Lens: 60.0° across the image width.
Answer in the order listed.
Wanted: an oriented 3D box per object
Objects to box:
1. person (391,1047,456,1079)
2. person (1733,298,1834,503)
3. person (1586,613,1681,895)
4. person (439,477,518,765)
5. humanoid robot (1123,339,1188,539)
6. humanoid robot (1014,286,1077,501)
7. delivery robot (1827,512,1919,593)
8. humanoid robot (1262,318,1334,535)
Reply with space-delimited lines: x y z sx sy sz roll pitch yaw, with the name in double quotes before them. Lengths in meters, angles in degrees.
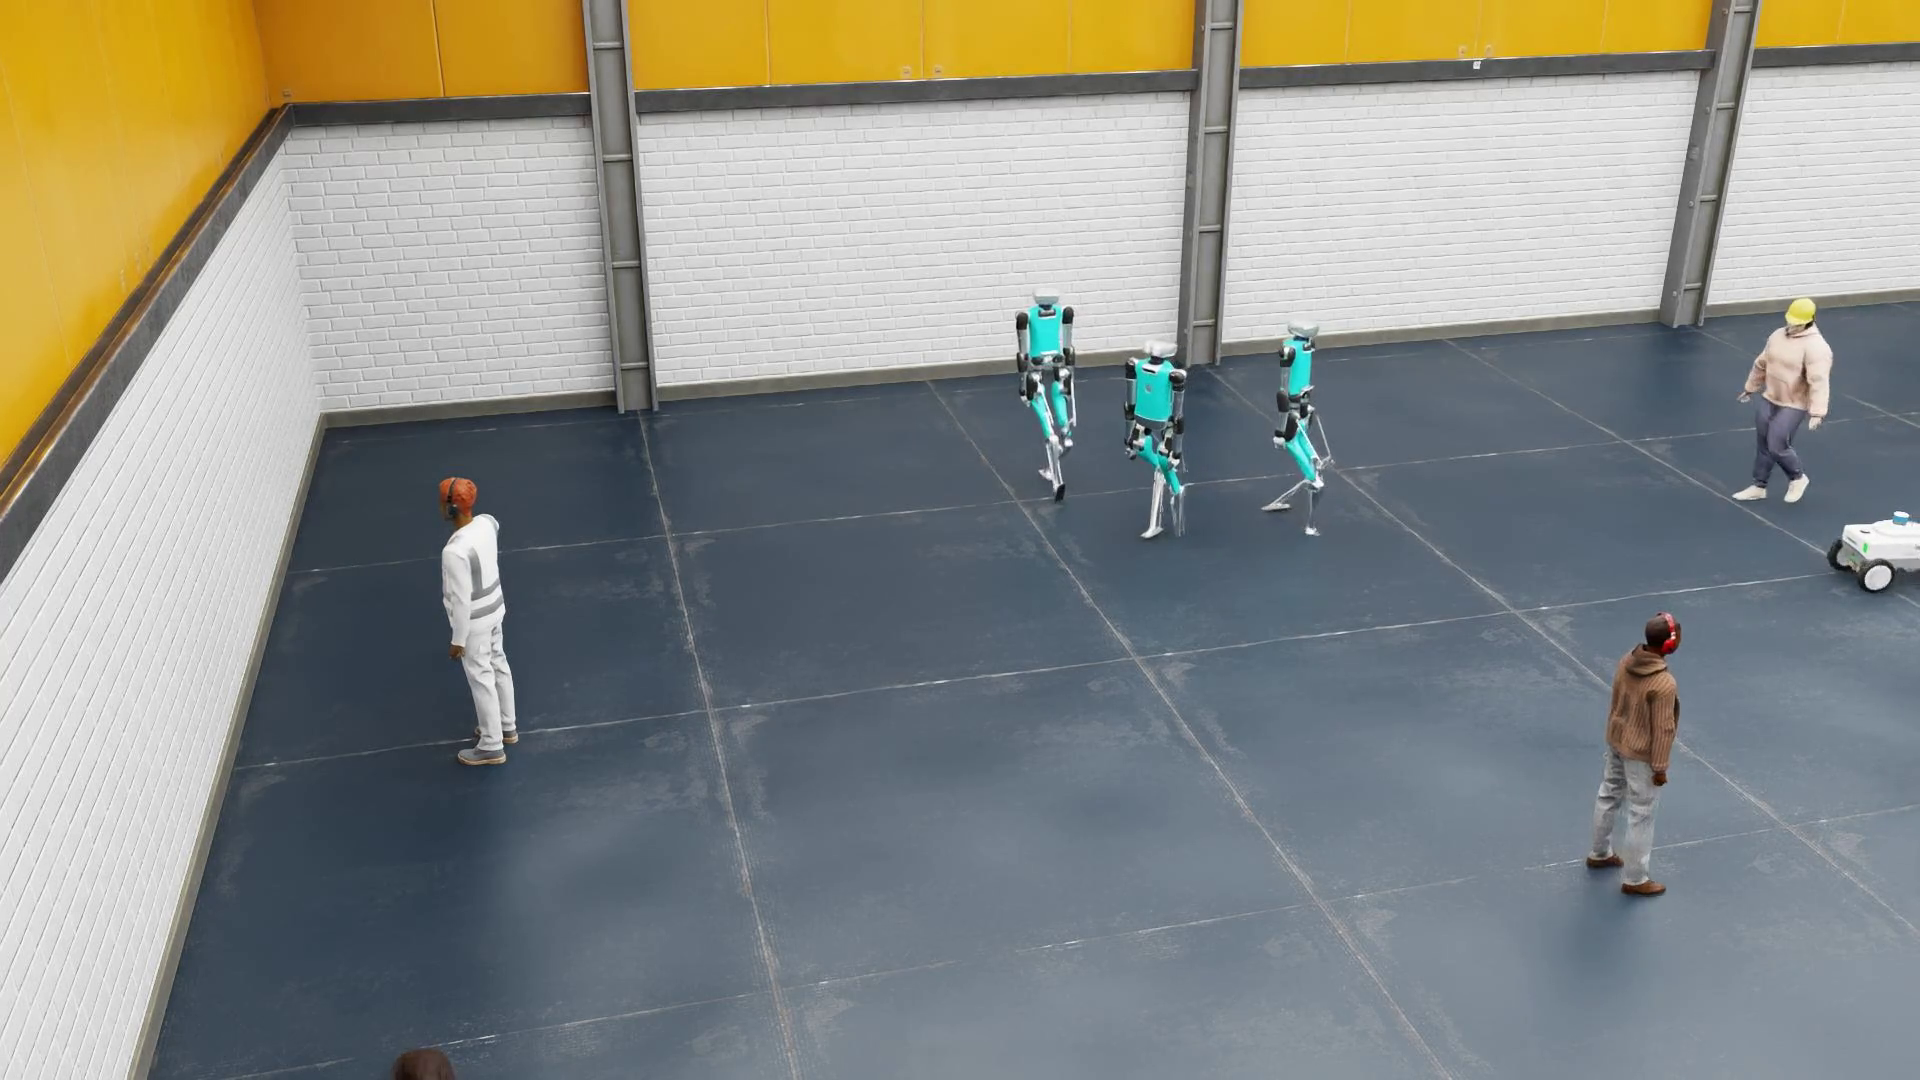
"person" -1.735 2.531 5.789 0.416 1.751 0.529 -10 26 -21
"person" 6.977 -1.178 14.038 0.456 1.814 0.837 -6 24 -13
"person" 3.687 1.147 9.045 0.362 1.645 0.480 -6 25 -14
"person" -2.987 0.495 10.236 0.357 1.882 0.572 3 24 7
"humanoid robot" 1.651 -0.749 13.382 0.547 1.903 0.722 17 29 33
"humanoid robot" 0.838 -1.226 14.371 0.551 1.802 0.903 -7 25 -16
"delivery robot" 7.175 0.084 12.835 0.805 0.612 0.499 -2 24 -3
"humanoid robot" 2.883 -0.904 13.637 0.863 1.793 0.570 15 28 30
